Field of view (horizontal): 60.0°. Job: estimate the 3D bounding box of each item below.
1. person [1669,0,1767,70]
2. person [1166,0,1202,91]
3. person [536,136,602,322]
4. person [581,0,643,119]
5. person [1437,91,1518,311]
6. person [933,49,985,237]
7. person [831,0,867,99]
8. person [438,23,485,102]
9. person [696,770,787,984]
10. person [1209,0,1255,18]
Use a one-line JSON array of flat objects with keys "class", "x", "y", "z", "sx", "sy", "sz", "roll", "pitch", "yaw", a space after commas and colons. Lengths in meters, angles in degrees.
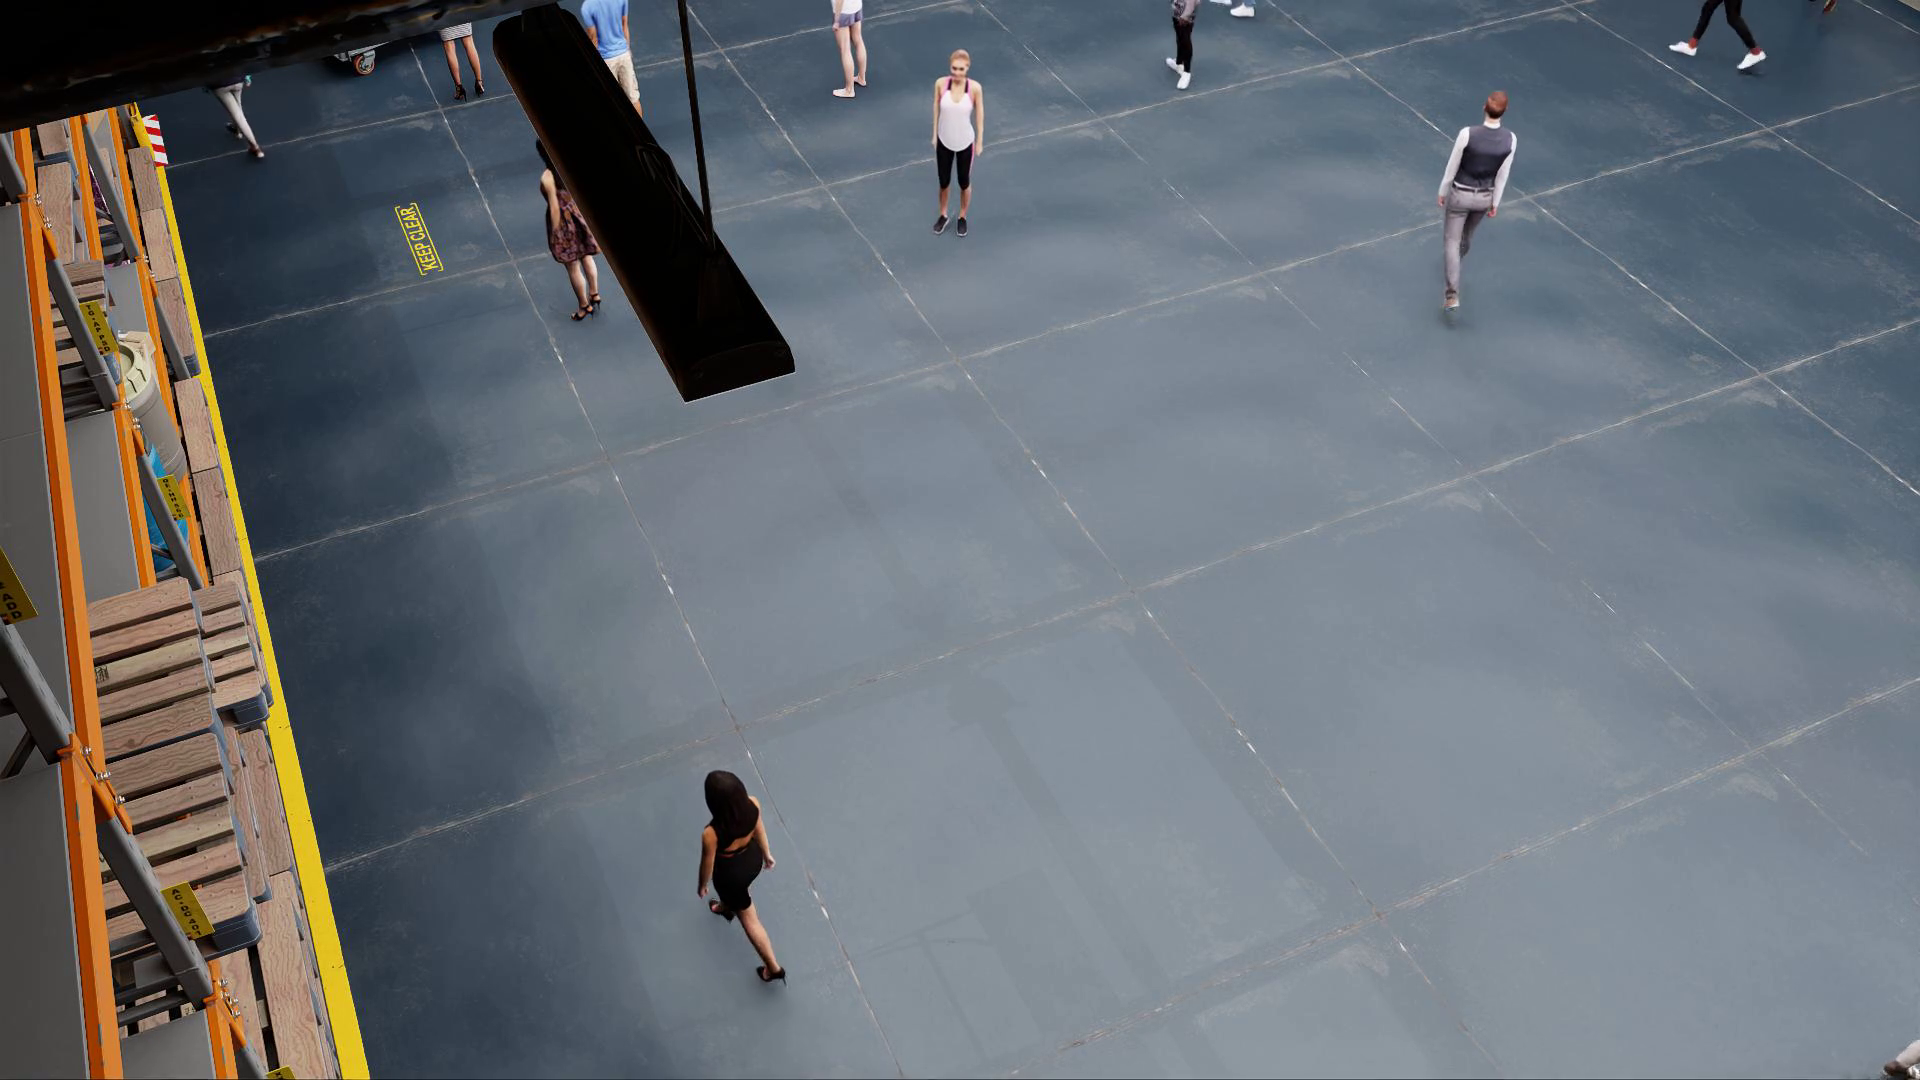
[{"class": "person", "x": 8.013, "y": -5.643, "z": 17.016, "sx": 1.241, "sy": 1.692, "sz": 1.081, "roll": 19, "pitch": 47, "yaw": 19}, {"class": "person", "x": 2.282, "y": -5.469, "z": 16.791, "sx": 0.876, "sy": 1.750, "sz": 0.515, "roll": -6, "pitch": 44, "yaw": -6}, {"class": "person", "x": -3.249, "y": -2.599, "z": 13.761, "sx": 0.863, "sy": 1.773, "sz": 0.806, "roll": 15, "pitch": 46, "yaw": 15}, {"class": "person", "x": -3.307, "y": -4.589, "z": 15.786, "sx": 0.705, "sy": 1.863, "sz": 0.653, "roll": -31, "pitch": 52, "yaw": -29}, {"class": "person", "x": 4.265, "y": -2.809, "z": 13.891, "sx": 1.082, "sy": 1.900, "sz": 1.328, "roll": 3, "pitch": 44, "yaw": 3}, {"class": "person", "x": -0.021, "y": -3.538, "z": 14.739, "sx": 0.694, "sy": 1.785, "sz": 0.732, "roll": 11, "pitch": 45, "yaw": 11}, {"class": "person", "x": -1.123, "y": -5.285, "z": 16.587, "sx": 0.712, "sy": 1.765, "sz": 0.679, "roll": 22, "pitch": 48, "yaw": 21}, {"class": "person", "x": -5.049, "y": -5.237, "z": 16.495, "sx": 0.592, "sy": 1.822, "sz": 0.522, "roll": -19, "pitch": 47, "yaw": -19}, {"class": "person", "x": -1.178, "y": 1.889, "z": 9.169, "sx": 1.060, "sy": 1.610, "sz": 0.839, "roll": 32, "pitch": 52, "yaw": 29}, {"class": "person", "x": 3.134, "y": -6.407, "z": 17.871, "sx": 0.930, "sy": 1.619, "sz": 0.873, "roll": 13, "pitch": 45, "yaw": 13}]
